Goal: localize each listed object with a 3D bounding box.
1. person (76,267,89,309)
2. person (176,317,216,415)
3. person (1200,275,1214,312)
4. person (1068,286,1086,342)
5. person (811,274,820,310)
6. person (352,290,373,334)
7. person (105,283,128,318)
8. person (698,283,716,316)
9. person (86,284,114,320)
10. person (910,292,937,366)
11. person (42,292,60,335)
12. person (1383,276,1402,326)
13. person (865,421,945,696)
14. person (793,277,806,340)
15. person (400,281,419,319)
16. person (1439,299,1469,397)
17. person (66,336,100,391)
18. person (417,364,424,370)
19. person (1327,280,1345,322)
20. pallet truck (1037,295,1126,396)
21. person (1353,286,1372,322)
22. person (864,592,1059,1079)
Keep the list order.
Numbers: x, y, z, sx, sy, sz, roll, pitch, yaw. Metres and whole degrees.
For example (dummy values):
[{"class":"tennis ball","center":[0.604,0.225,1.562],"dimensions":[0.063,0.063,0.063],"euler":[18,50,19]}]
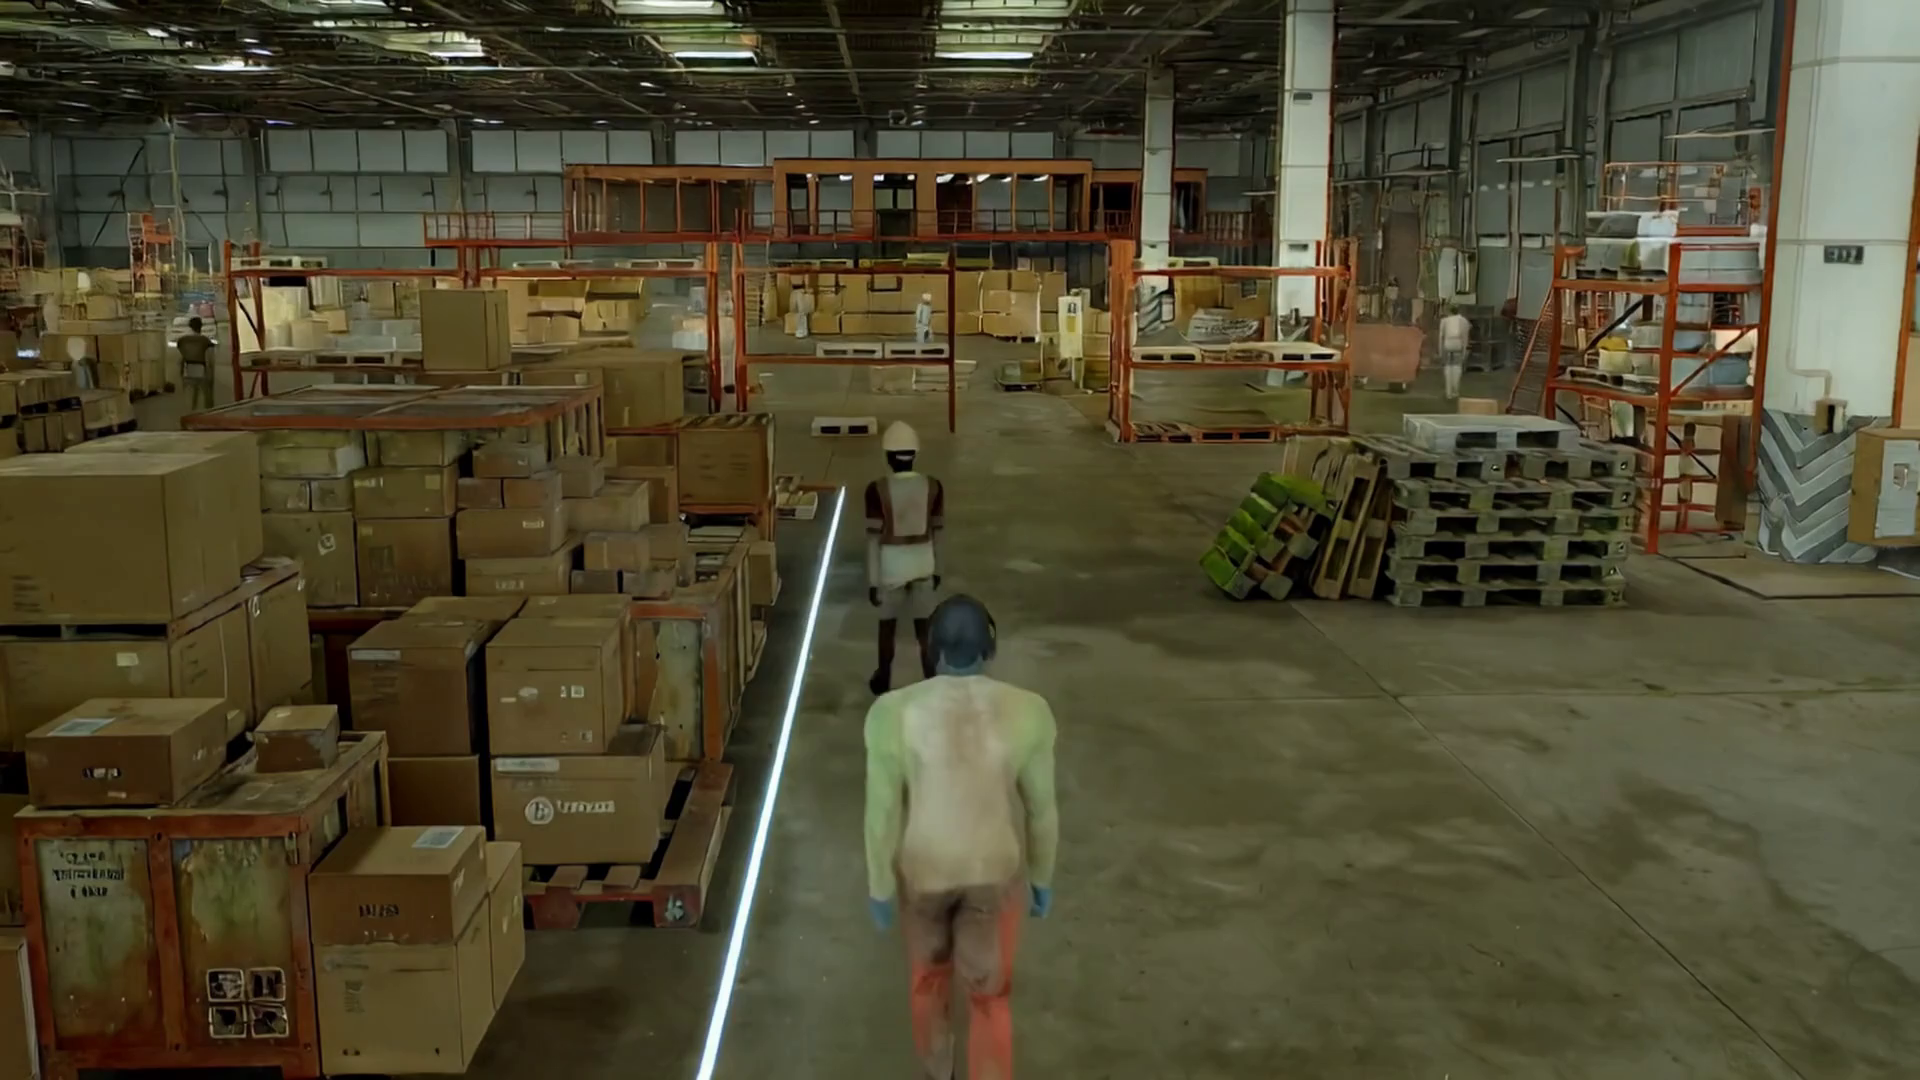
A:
[{"class":"person","center":[-39.221,-11.271,74.482],"dimensions":[0.638,1.909,0.407],"euler":[5,11,24]},{"class":"person","center":[-11.961,-2.555,26.049],"dimensions":[0.603,1.874,1.018],"euler":[0,10,-1]},{"class":"person","center":[10.620,-10.771,71.485],"dimensions":[0.612,1.986,0.407],"euler":[3,11,18]},{"class":"person","center":[3.486,-6.738,49.805],"dimensions":[0.490,1.705,0.895],"euler":[9,13,40]},{"class":"person","center":[-5.273,-8.795,60.756],"dimensions":[0.352,1.883,0.579],"euler":[1,10,7]},{"class":"person","center":[-14.789,-5.274,41.230],"dimensions":[0.549,1.849,0.571],"euler":[-6,12,-29]},{"class":"person","center":[-23.184,-6.094,45.631],"dimensions":[0.617,1.931,1.001],"euler":[1,10,6]},{"class":"person","center":[-7.489,-6.681,49.134],"dimensions":[0.550,1.824,0.663],"euler":[-4,11,-23]},{"class":"person","center":[-21.350,-5.364,41.335],"dimensions":[0.611,1.994,0.380],"euler":[-6,12,-30]},{"class":"person","center":[-0.922,-5.151,40.678],"dimensions":[0.823,1.815,0.630],"euler":[-6,12,-29]},{"class":"person","center":[-21.237,-4.883,39.022],"dimensions":[0.548,1.859,0.386],"euler":[2,10,13]},{"class":"person","center":[14.296,-7.787,55.074],"dimensions":[0.600,1.899,0.821],"euler":[4,11,19]},{"class":"person","center":[-0.352,0.183,10.750],"dimensions":[0.558,1.892,1.021],"euler":[-4,11,-20]},{"class":"person","center":[-4.973,-7.147,51.453],"dimensions":[0.390,1.933,0.631],"euler":[2,10,9]},{"class":"person","center":[-15.375,-6.271,46.570],"dimensions":[0.373,1.928,0.543],"euler":[9,13,41]},{"class":"person","center":[9.712,-3.769,32.652],"dimensions":[0.580,1.915,0.678],"euler":[5,11,26]},{"class":"person","center":[-11.063,-1.679,21.201],"dimensions":[0.780,1.857,0.584],"euler":[-1,10,-4]},{"class":"person","center":[-6.217,-1.487,19.920],"dimensions":[0.383,1.928,0.588],"euler":[6,12,30]},{"class":"person","center":[11.014,-6.707,49.052],"dimensions":[0.612,1.920,0.891],"euler":[8,13,36]},{"class":"pallet truck","center":[2.483,-3.881,33.060],"dimensions":[1.885,1.965,0.823],"euler":[-7,13,-36]},{"class":"person","center":[11.570,-6.449,47.982],"dimensions":[0.617,1.794,0.995],"euler":[1,10,7]},{"class":"person","center":[0.009,1.124,5.470],"dimensions":[0.639,1.910,0.938],"euler":[0,10,-1]}]
